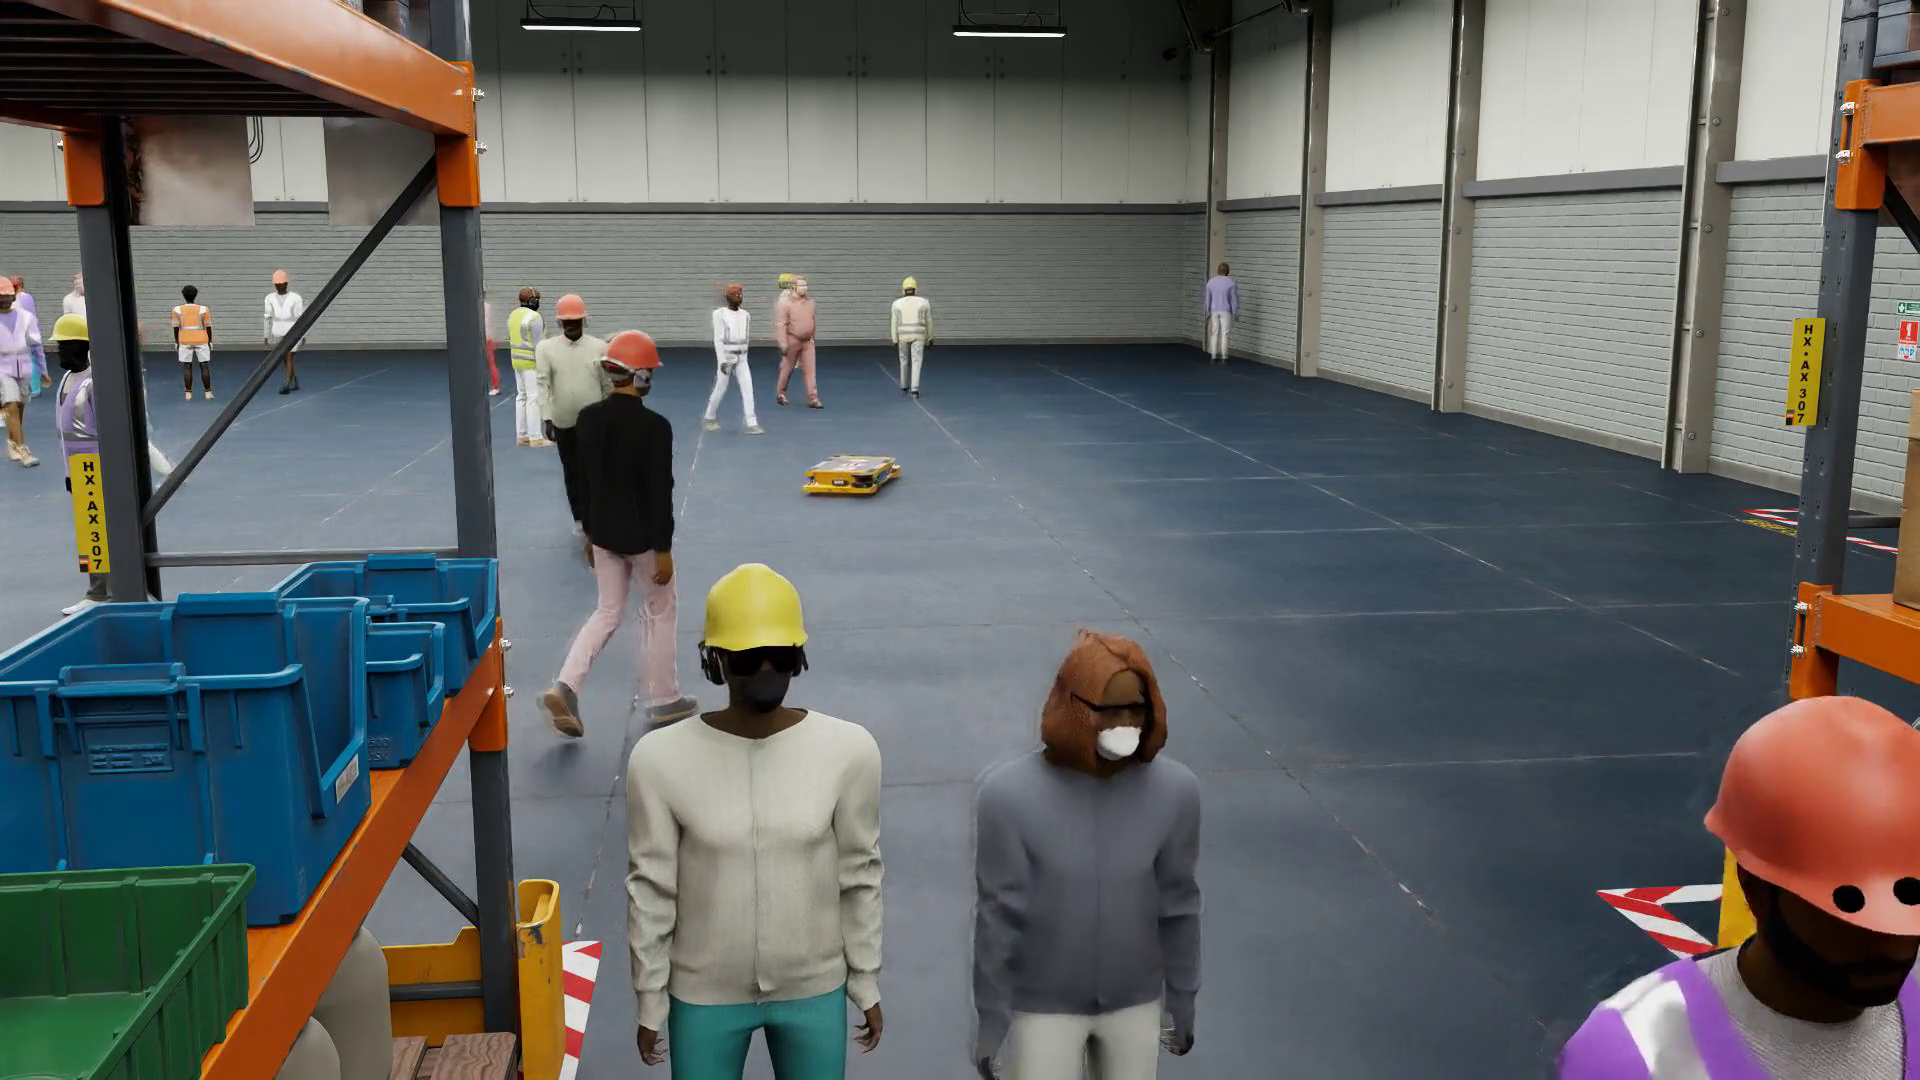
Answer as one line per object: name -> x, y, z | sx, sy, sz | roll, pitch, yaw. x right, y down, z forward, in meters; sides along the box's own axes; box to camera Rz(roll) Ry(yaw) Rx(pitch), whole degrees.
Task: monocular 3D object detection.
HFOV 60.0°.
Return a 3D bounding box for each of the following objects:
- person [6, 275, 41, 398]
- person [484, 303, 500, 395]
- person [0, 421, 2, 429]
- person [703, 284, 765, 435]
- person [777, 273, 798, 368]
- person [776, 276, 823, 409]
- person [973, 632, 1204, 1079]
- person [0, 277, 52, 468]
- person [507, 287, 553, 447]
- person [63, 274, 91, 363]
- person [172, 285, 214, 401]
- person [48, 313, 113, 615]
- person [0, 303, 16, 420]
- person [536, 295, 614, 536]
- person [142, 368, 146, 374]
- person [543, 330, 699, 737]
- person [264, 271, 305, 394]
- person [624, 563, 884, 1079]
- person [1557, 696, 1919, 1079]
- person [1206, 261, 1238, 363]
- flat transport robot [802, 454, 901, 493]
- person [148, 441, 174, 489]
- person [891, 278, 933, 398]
person -> -13.964, -3.031, 24.842 | 0.388, 1.838, 0.564 | -2, 11, -13
person -> -7.308, -3.009, 25.055 | 0.531, 1.720, 0.901 | 5, 12, 28
person -> -12.434, -2.276, 20.565 | 0.939, 1.880, 0.607 | -6, 12, -30
person -> -2.823, -2.222, 20.426 | 0.578, 1.843, 0.973 | -10, 14, -42
person -> -3.221, -4.024, 30.557 | 0.579, 1.723, 0.498 | 4, 11, 19
person -> -2.313, -2.810, 23.567 | 0.649, 1.869, 0.945 | -8, 13, -37
person -> 0.263, 0.972, 3.486 | 0.512, 1.618, 0.405 | -3, 11, -16
person -> -10.034, -1.783, 17.592 | 1.048, 1.997, 0.609 | 8, 13, 37
person -> -4.935, -1.984, 19.139 | 0.430, 1.838, 0.632 | -9, 14, -41
person -> -13.137, -3.075, 25.080 | 0.626, 1.846, 1.017 | -6, 12, -30
person -> -11.295, -2.900, 24.514 | 0.542, 1.695, 0.316 | -4, 11, -21
person -> -5.482, -0.453, 10.458 | 0.592, 1.929, 0.356 | 9, 14, 40
person -> -12.481, -2.509, 21.430 | 0.684, 2.000, 0.929 | -1, 10, -3
person -> -3.013, -0.945, 13.103 | 0.610, 1.940, 1.010 | -2, 11, -11
person -> -14.657, -3.698, 29.015 | 0.890, 1.644, 0.548 | 6, 12, 29
person -> -1.636, -0.023, 8.009 | 0.624, 1.967, 0.851 | 6, 12, 31
person -> -10.458, -3.219, 25.756 | 0.564, 1.889, 1.006 | -1, 10, -5
person -> -0.409, 0.916, 3.396 | 0.528, 1.772, 0.304 | -2, 11, -12
person -> 0.944, 1.093, 2.005 | 0.560, 1.920, 0.502 | -2, 11, -12
person -> 4.999, -4.339, 31.743 | 0.636, 1.937, 0.352 | 7, 13, 35
flat transport robot -> -1.031, -0.644, 16.055 | 0.652, 0.197, 1.431 | 2, 10, 9
person -> -7.890, -1.256, 15.755 | 0.829, 1.606, 0.524 | -6, 12, -29
person -> -0.723, -3.065, 25.194 | 0.608, 1.778, 0.945 | 1, 10, 3
